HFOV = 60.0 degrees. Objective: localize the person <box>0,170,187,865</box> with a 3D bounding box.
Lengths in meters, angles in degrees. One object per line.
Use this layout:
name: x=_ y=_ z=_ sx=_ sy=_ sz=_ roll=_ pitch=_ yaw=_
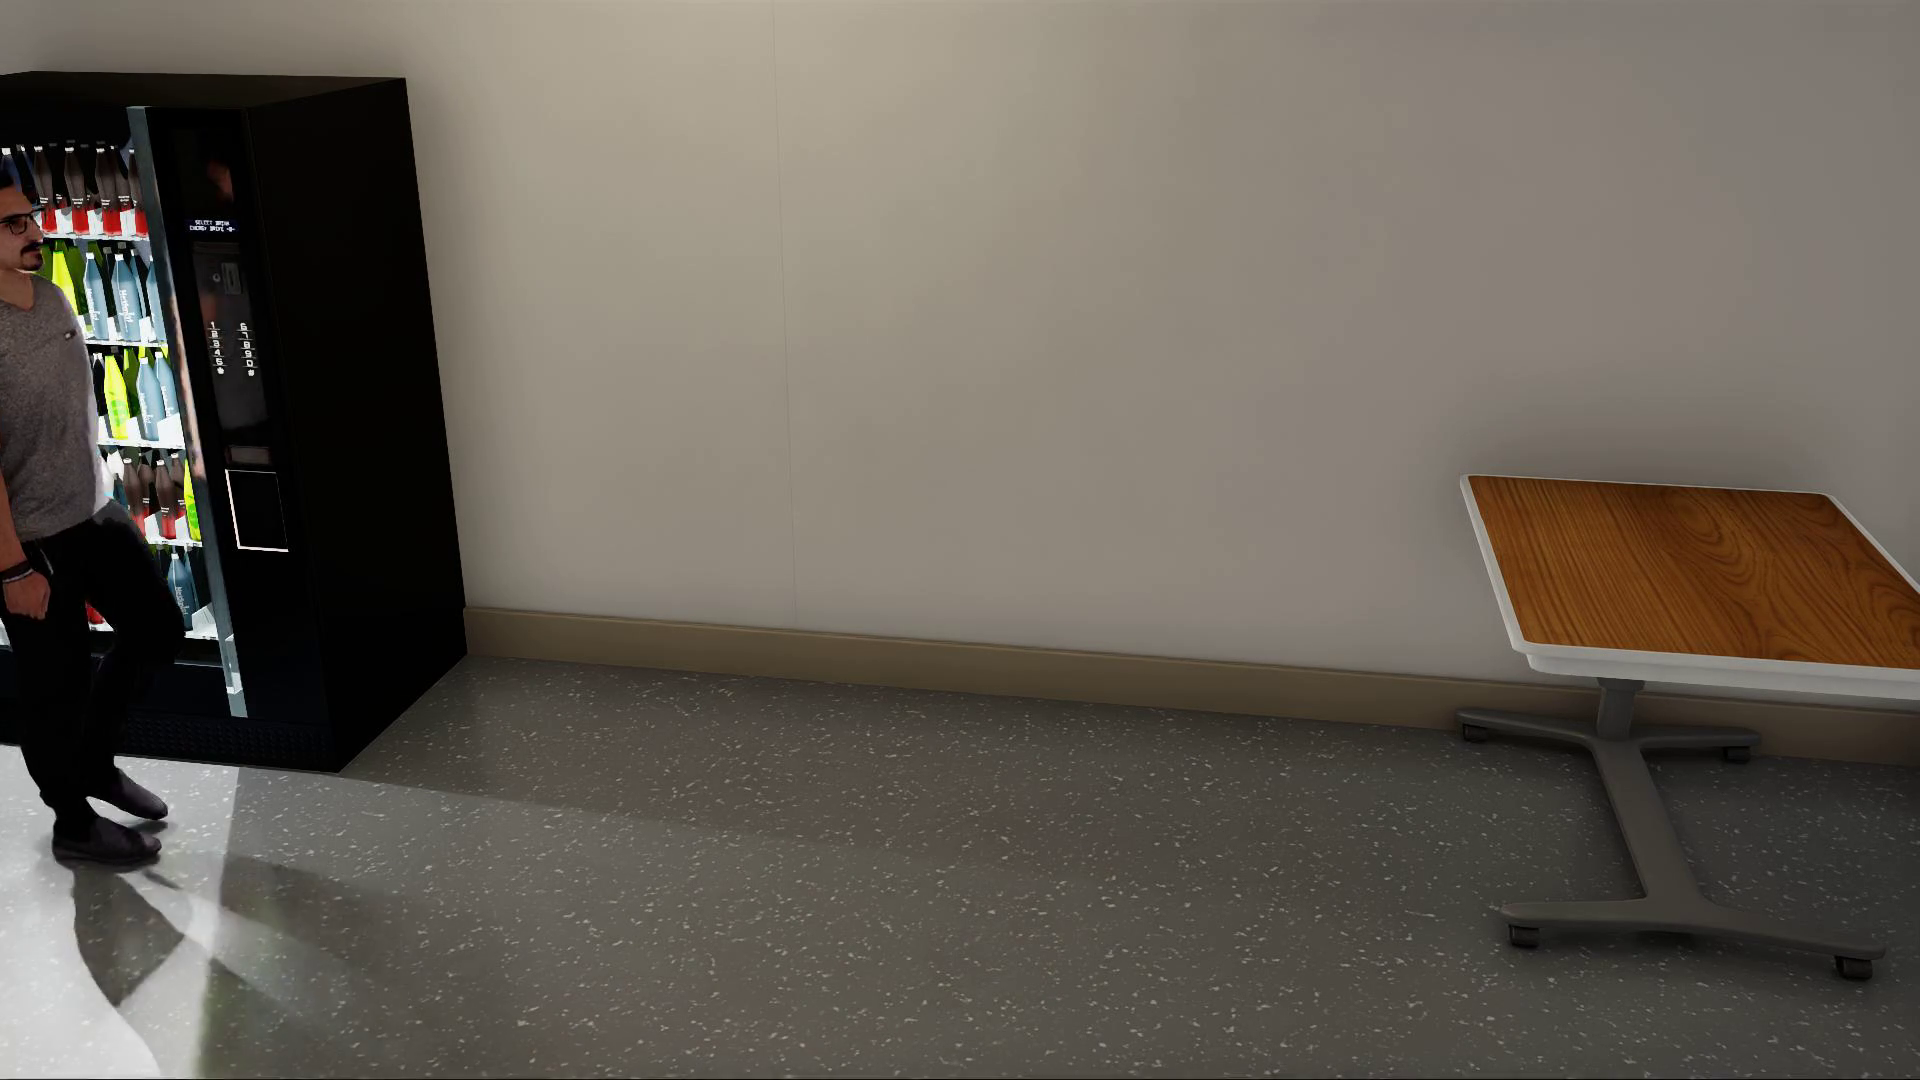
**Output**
person: x=-2.288 y=-0.024 z=4.045 sx=0.635 sy=1.744 sz=0.663 roll=2 pitch=21 yaw=5
